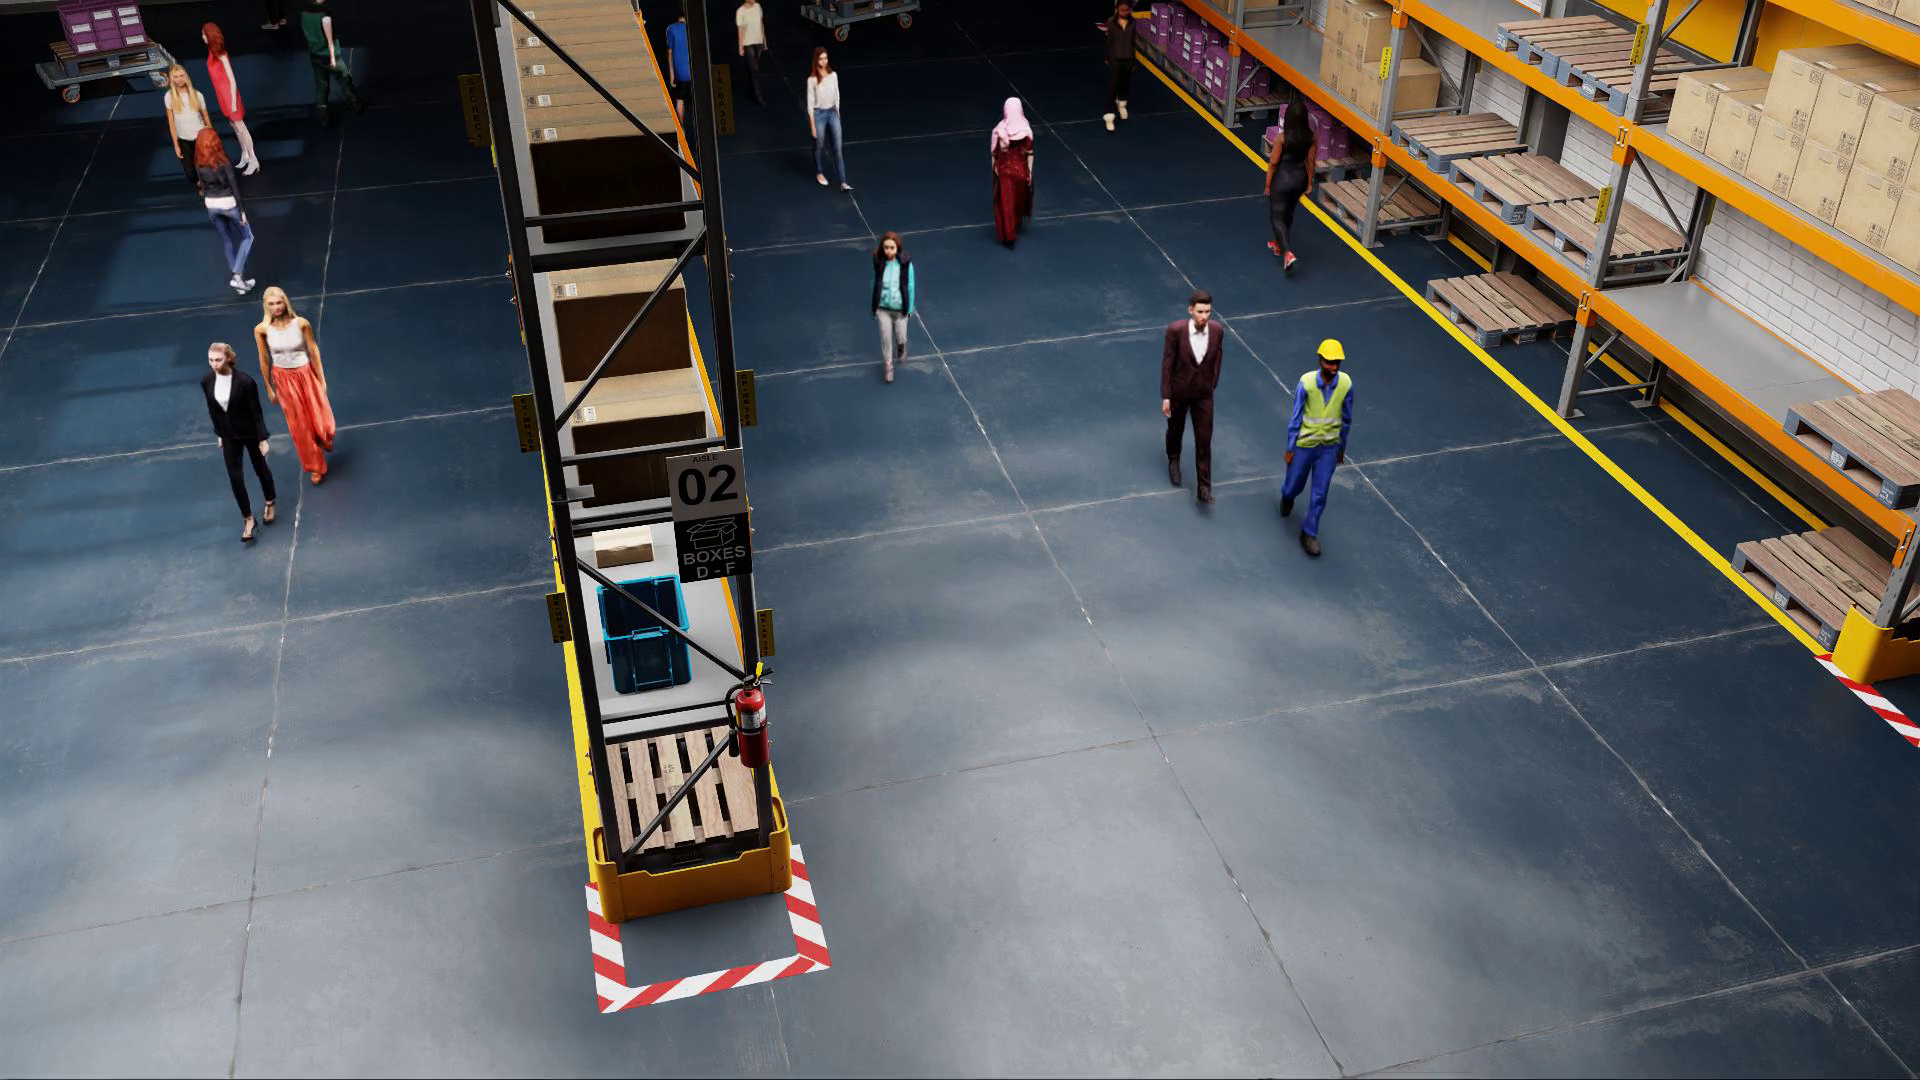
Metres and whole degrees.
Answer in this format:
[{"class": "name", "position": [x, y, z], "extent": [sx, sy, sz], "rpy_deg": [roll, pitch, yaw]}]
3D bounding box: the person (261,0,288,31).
[{"class": "person", "position": [-10.479, -8.599, 24.998], "extent": [0.782, 1.764, 0.653], "rpy_deg": [8, 34, 12]}]

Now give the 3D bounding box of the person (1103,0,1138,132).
[{"class": "person", "position": [2.103, -6.097, 21.336], "extent": [1.051, 1.650, 0.680], "rpy_deg": [-8, 34, -12]}]

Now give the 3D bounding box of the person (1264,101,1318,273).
[{"class": "person", "position": [3.514, -3.742, 17.668], "extent": [0.683, 1.789, 1.131], "rpy_deg": [-7, 34, -11]}]

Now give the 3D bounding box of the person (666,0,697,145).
[{"class": "person", "position": [-3.354, -5.753, 20.658], "extent": [0.735, 1.829, 1.139], "rpy_deg": [-12, 36, -18]}]

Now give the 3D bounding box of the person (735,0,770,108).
[{"class": "person", "position": [-2.828, -6.620, 22.193], "extent": [0.864, 1.573, 0.792], "rpy_deg": [26, 41, 33]}]

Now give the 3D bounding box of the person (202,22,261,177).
[{"class": "person", "position": [-8.772, -5.306, 19.988], "extent": [0.732, 1.826, 0.583], "rpy_deg": [-22, 40, -30]}]

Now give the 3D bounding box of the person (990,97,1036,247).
[{"class": "person", "position": [0.567, -4.021, 18.232], "extent": [0.873, 1.629, 1.112], "rpy_deg": [2, 34, 2]}]

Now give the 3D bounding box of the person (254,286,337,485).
[{"class": "person", "position": [-5.625, -1.364, 14.089], "extent": [0.650, 1.791, 0.821], "rpy_deg": [-11, 35, -16]}]

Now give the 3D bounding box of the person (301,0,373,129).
[{"class": "person", "position": [-8.198, -6.168, 21.322], "extent": [1.092, 1.785, 1.202], "rpy_deg": [14, 36, 20]}]

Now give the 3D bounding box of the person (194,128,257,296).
[{"class": "person", "position": [-7.567, -3.308, 17.022], "extent": [0.726, 1.781, 0.835], "rpy_deg": [3, 34, 5]}]

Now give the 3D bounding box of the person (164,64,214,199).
[{"class": "person", "position": [-8.649, -4.485, 18.767], "extent": [0.694, 1.809, 1.066], "rpy_deg": [-15, 36, -21]}]

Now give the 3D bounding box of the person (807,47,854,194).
[{"class": "person", "position": [-1.636, -4.967, 19.599], "extent": [0.757, 1.692, 1.112], "rpy_deg": [-16, 37, -22]}]

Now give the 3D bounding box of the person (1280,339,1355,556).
[{"class": "person", "position": [2.803, -0.793, 13.221], "extent": [0.782, 1.800, 1.004], "rpy_deg": [-2, 34, -4]}]

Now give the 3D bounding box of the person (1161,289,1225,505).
[{"class": "person", "position": [1.891, -1.263, 13.907], "extent": [0.840, 1.823, 1.209], "rpy_deg": [-2, 34, -3]}]

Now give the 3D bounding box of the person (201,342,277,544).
[{"class": "person", "position": [-5.753, -0.864, 13.428], "extent": [0.739, 1.691, 0.836], "rpy_deg": [-1, 34, -1]}]

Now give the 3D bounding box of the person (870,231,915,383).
[{"class": "person", "position": [-0.638, -2.235, 15.675], "extent": [0.676, 1.486, 0.778], "rpy_deg": [2, 34, 3]}]
